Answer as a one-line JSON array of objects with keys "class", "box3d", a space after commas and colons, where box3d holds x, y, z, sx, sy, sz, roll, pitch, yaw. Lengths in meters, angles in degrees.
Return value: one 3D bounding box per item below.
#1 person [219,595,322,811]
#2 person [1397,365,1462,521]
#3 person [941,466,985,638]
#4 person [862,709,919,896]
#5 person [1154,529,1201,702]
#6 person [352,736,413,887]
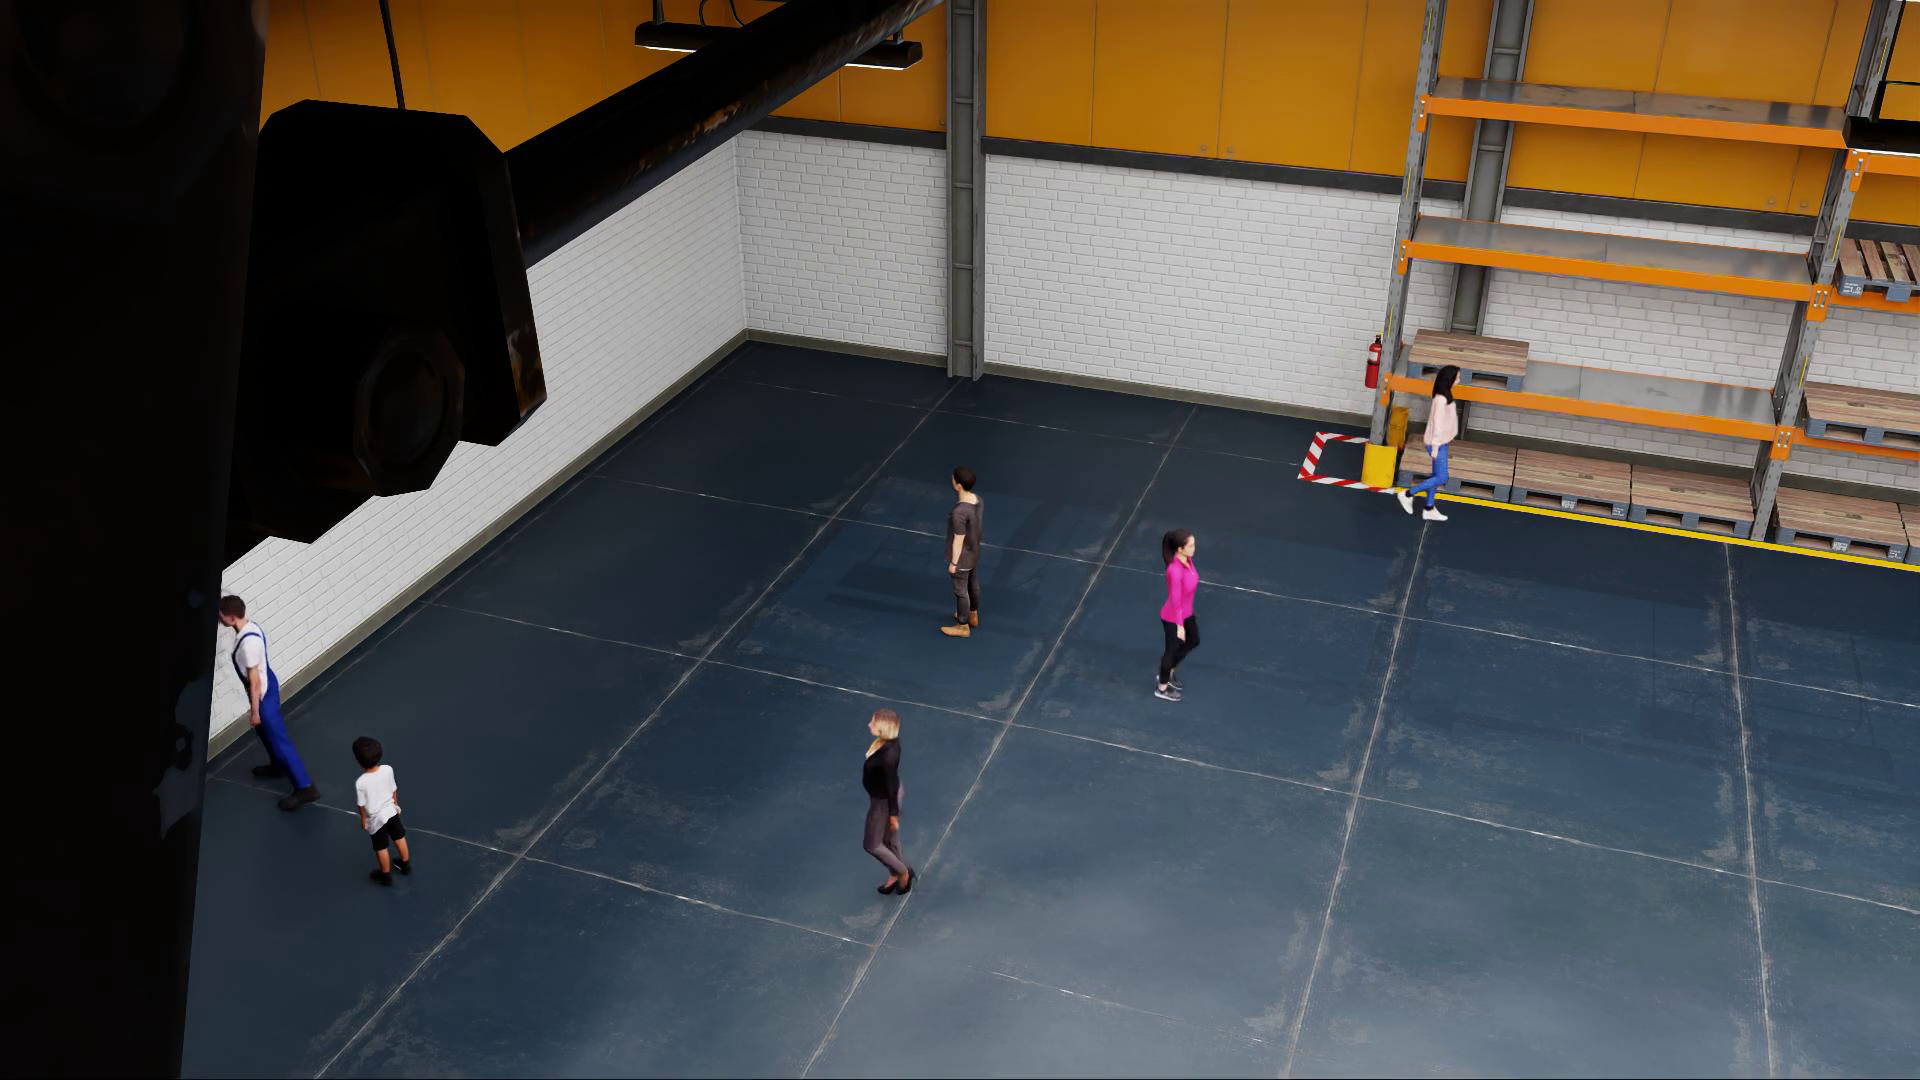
[{"class": "person", "box3d": [-5.568, 1.228, 13.264, 1.014, 1.832, 0.966, -11, 30, -19]}, {"class": "person", "box3d": [4.929, -1.014, 17.449, 0.786, 1.760, 0.687, 12, 31, 21]}, {"class": "person", "box3d": [0.045, 0.096, 15.459, 0.583, 1.717, 0.639, 13, 31, 23]}, {"class": "person", "box3d": [-0.451, 1.936, 12.144, 0.712, 1.662, 0.683, 1, 29, 1]}, {"class": "person", "box3d": [1.809, 0.642, 14.490, 0.573, 1.686, 0.577, 10, 30, 18]}, {"class": "person", "box3d": [-4.325, 2.017, 12.418, 0.552, 1.256, 0.535, 21, 35, 33]}]
